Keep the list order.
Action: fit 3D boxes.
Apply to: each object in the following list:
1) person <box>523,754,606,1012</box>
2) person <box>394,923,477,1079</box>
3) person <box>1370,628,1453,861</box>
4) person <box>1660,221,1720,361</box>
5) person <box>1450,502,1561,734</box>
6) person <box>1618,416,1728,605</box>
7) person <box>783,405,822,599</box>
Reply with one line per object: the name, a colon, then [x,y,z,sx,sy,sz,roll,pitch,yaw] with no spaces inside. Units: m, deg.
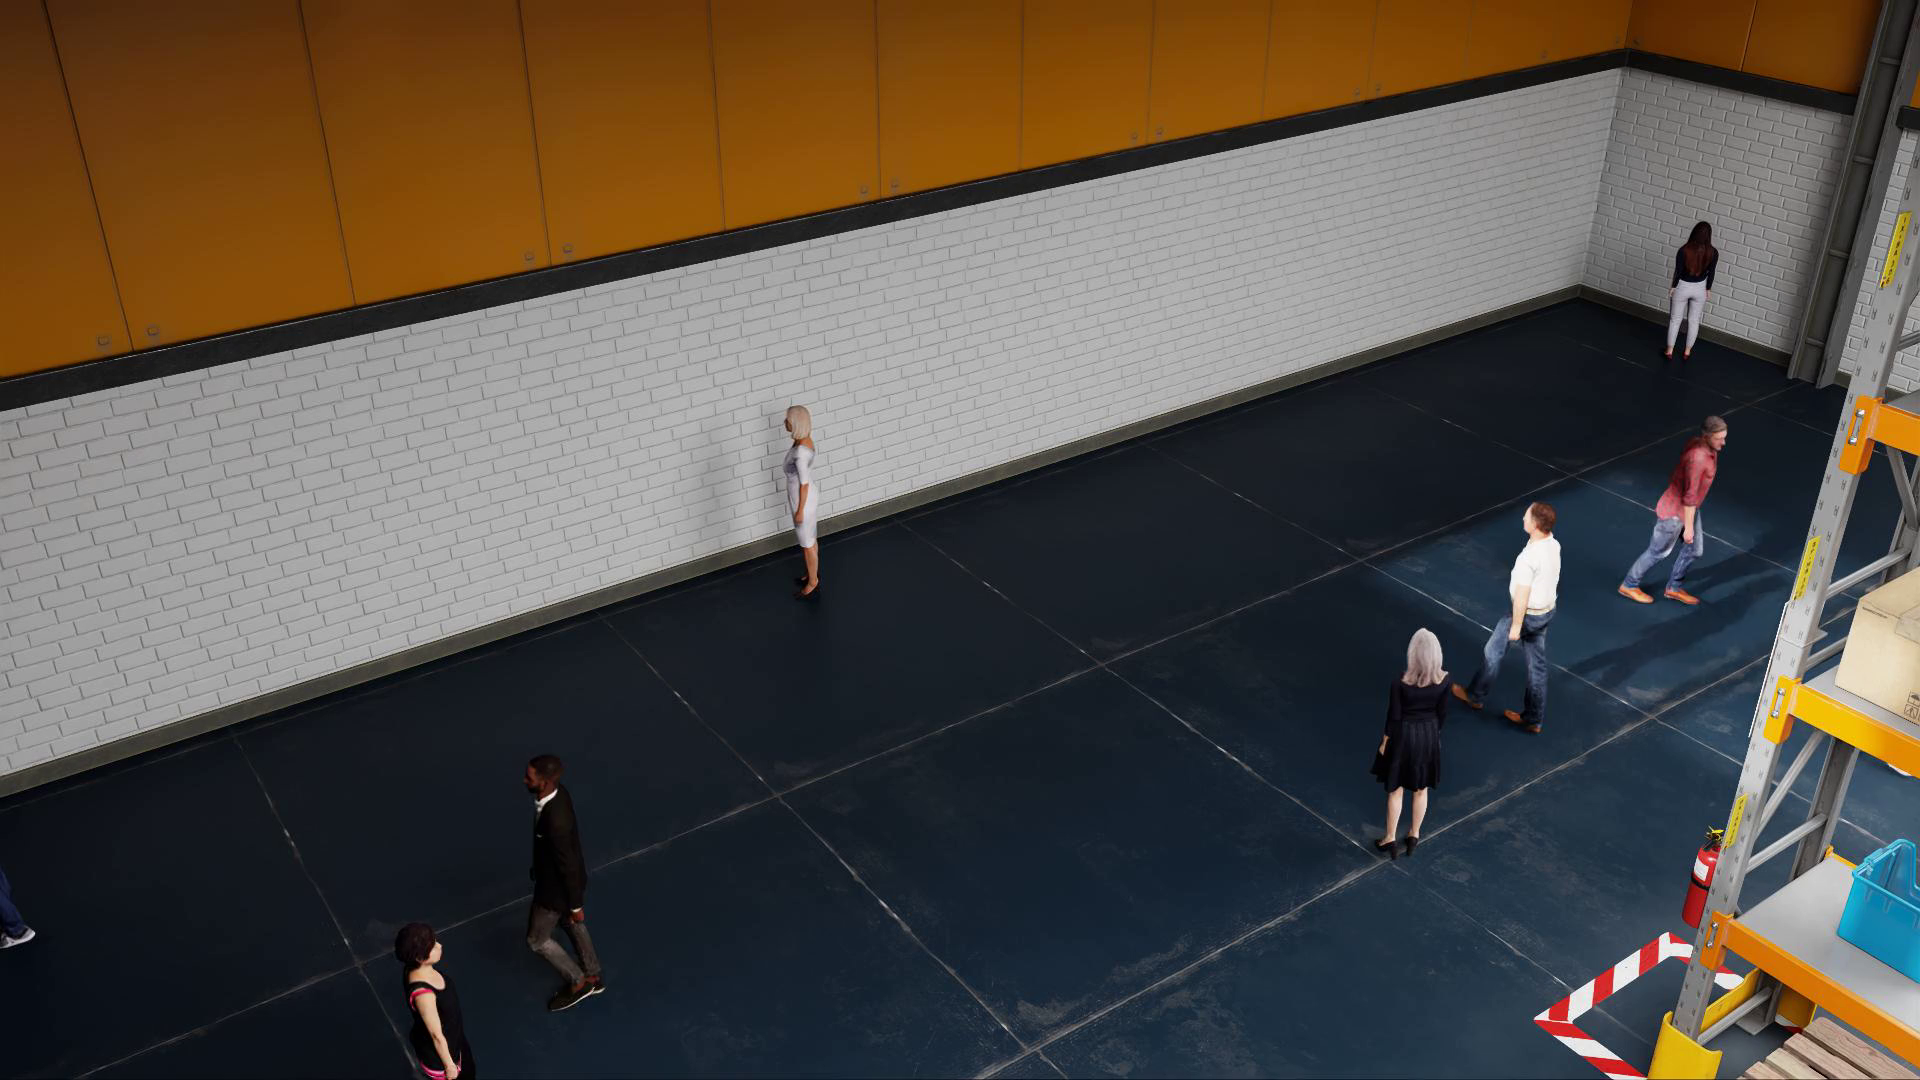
person: [-2.262,1.992,9.758,0.830,1.788,0.712,-6,29,-10]
person: [-2.817,2.679,8.764,0.760,1.534,0.931,-11,30,-19]
person: [2.983,1.346,10.983,0.689,1.748,0.707,-4,29,-7]
person: [8.227,-2.817,18.763,0.678,1.608,0.733,4,29,8]
person: [4.278,0.609,12.248,0.747,1.831,1.023,-23,36,-35]
person: [5.926,-0.262,13.883,0.998,1.795,0.883,14,31,23]
person: [-1.323,-0.332,14.058,0.707,1.750,0.603,-2,29,-3]
